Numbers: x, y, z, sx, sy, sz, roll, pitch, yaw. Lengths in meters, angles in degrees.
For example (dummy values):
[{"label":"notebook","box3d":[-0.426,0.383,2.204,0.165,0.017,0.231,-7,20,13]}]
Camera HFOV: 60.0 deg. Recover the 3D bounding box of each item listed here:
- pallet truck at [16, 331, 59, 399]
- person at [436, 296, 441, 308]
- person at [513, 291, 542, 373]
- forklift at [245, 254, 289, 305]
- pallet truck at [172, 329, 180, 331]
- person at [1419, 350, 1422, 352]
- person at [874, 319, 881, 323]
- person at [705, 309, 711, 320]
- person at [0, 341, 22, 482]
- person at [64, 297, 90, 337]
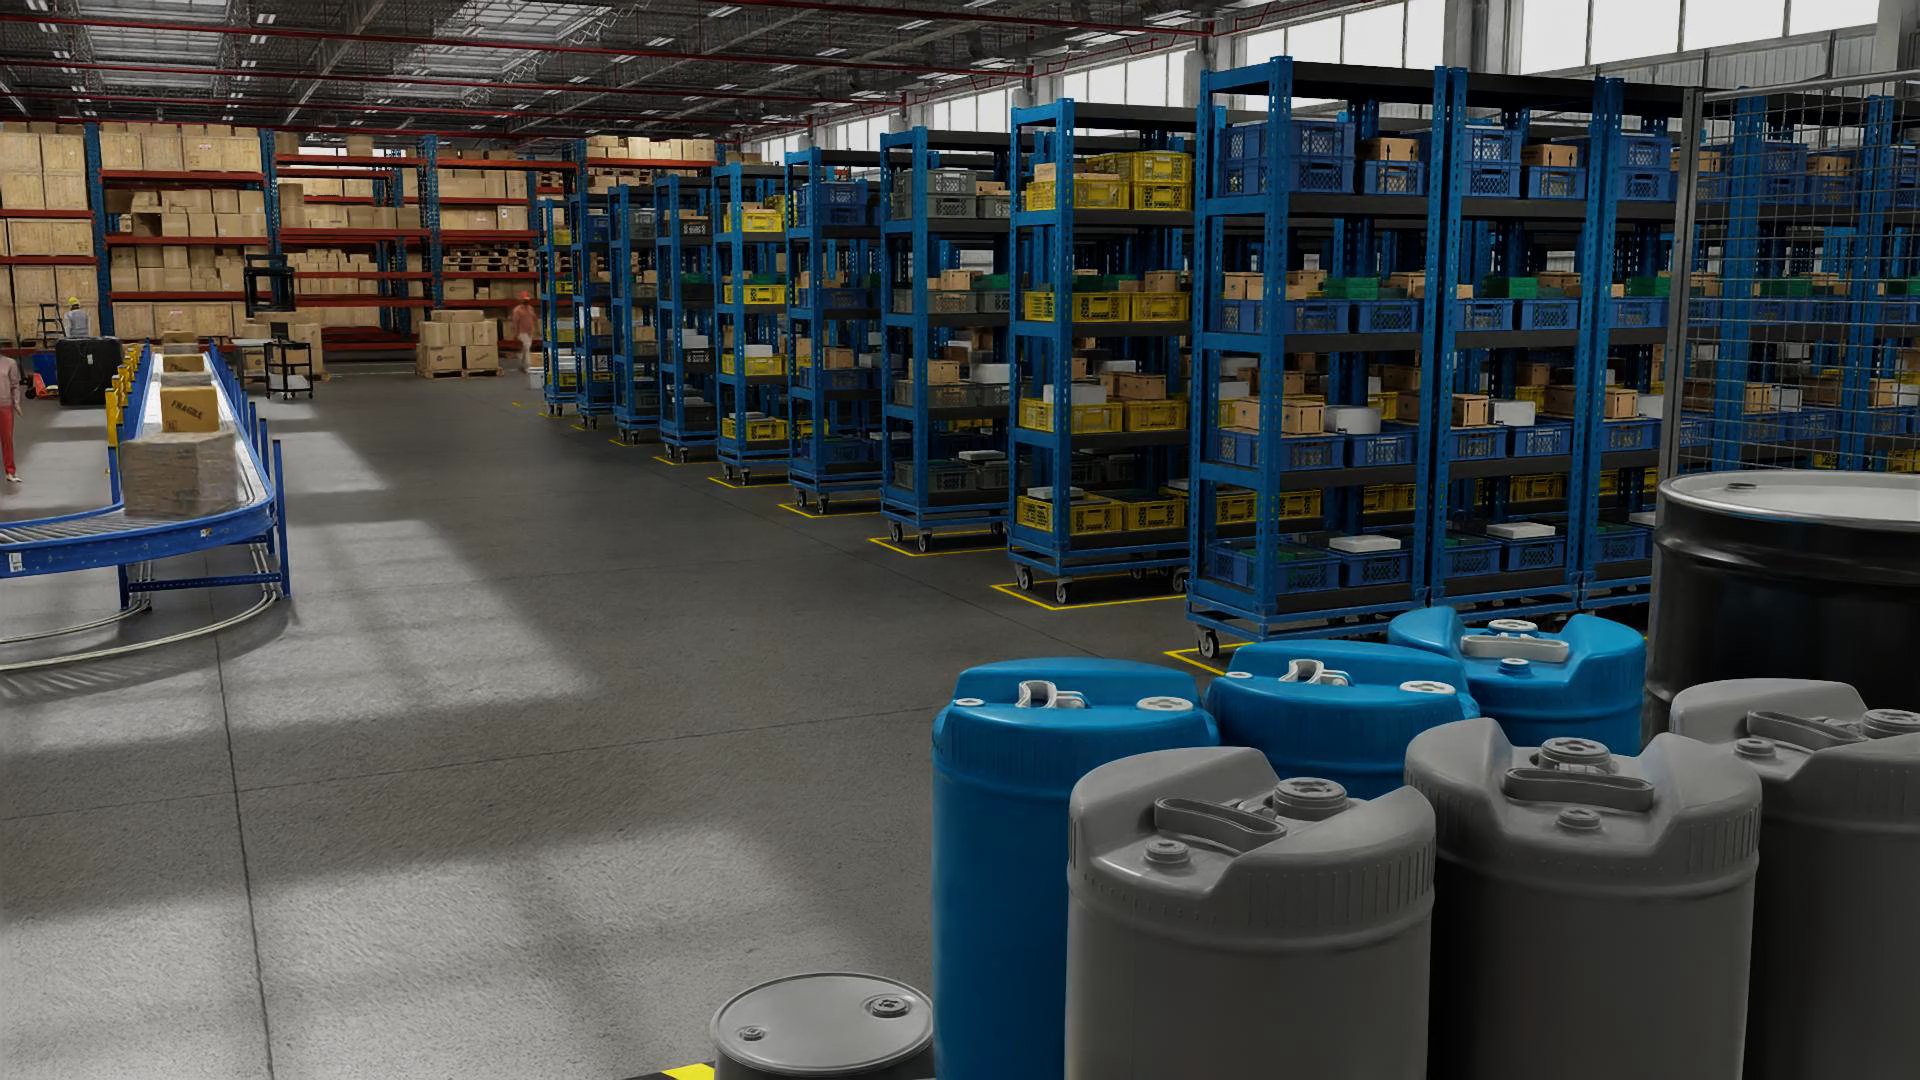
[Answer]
[{"label":"pallet truck","box3d":[-17.082,-3.353,31.781,1.630,1.274,0.653,-4,10,-25]},{"label":"person","box3d":[-15.596,-6.513,49.781,0.647,1.819,0.596,-5,11,-30]},{"label":"person","box3d":[-10.302,-4.930,39.513,0.895,1.961,0.616,6,11,32]},{"label":"forklift","box3d":[-16.449,-5.408,39.640,1.129,2.768,1.873,-4,10,-25]},{"label":"pallet truck","box3d":[-17.275,-3.851,35.096,1.601,1.201,0.680,0,9,1]},{"label":"person","box3d":[5.685,-1.829,20.696,0.584,1.824,0.457,-3,10,-17]},{"label":"person","box3d":[-1.472,-3.682,32.221,0.608,1.812,0.520,-6,11,-32]},{"label":"person","box3d":[-4.801,-3.584,31.317,0.846,1.915,0.602,-9,13,-43]},{"label":"person","box3d":[-11.003,-1.522,18.975,0.524,1.769,0.325,-8,12,-40]},{"label":"person","box3d":[-20.255,-4.645,38.160,0.403,1.827,0.600,5,11,29]}]
